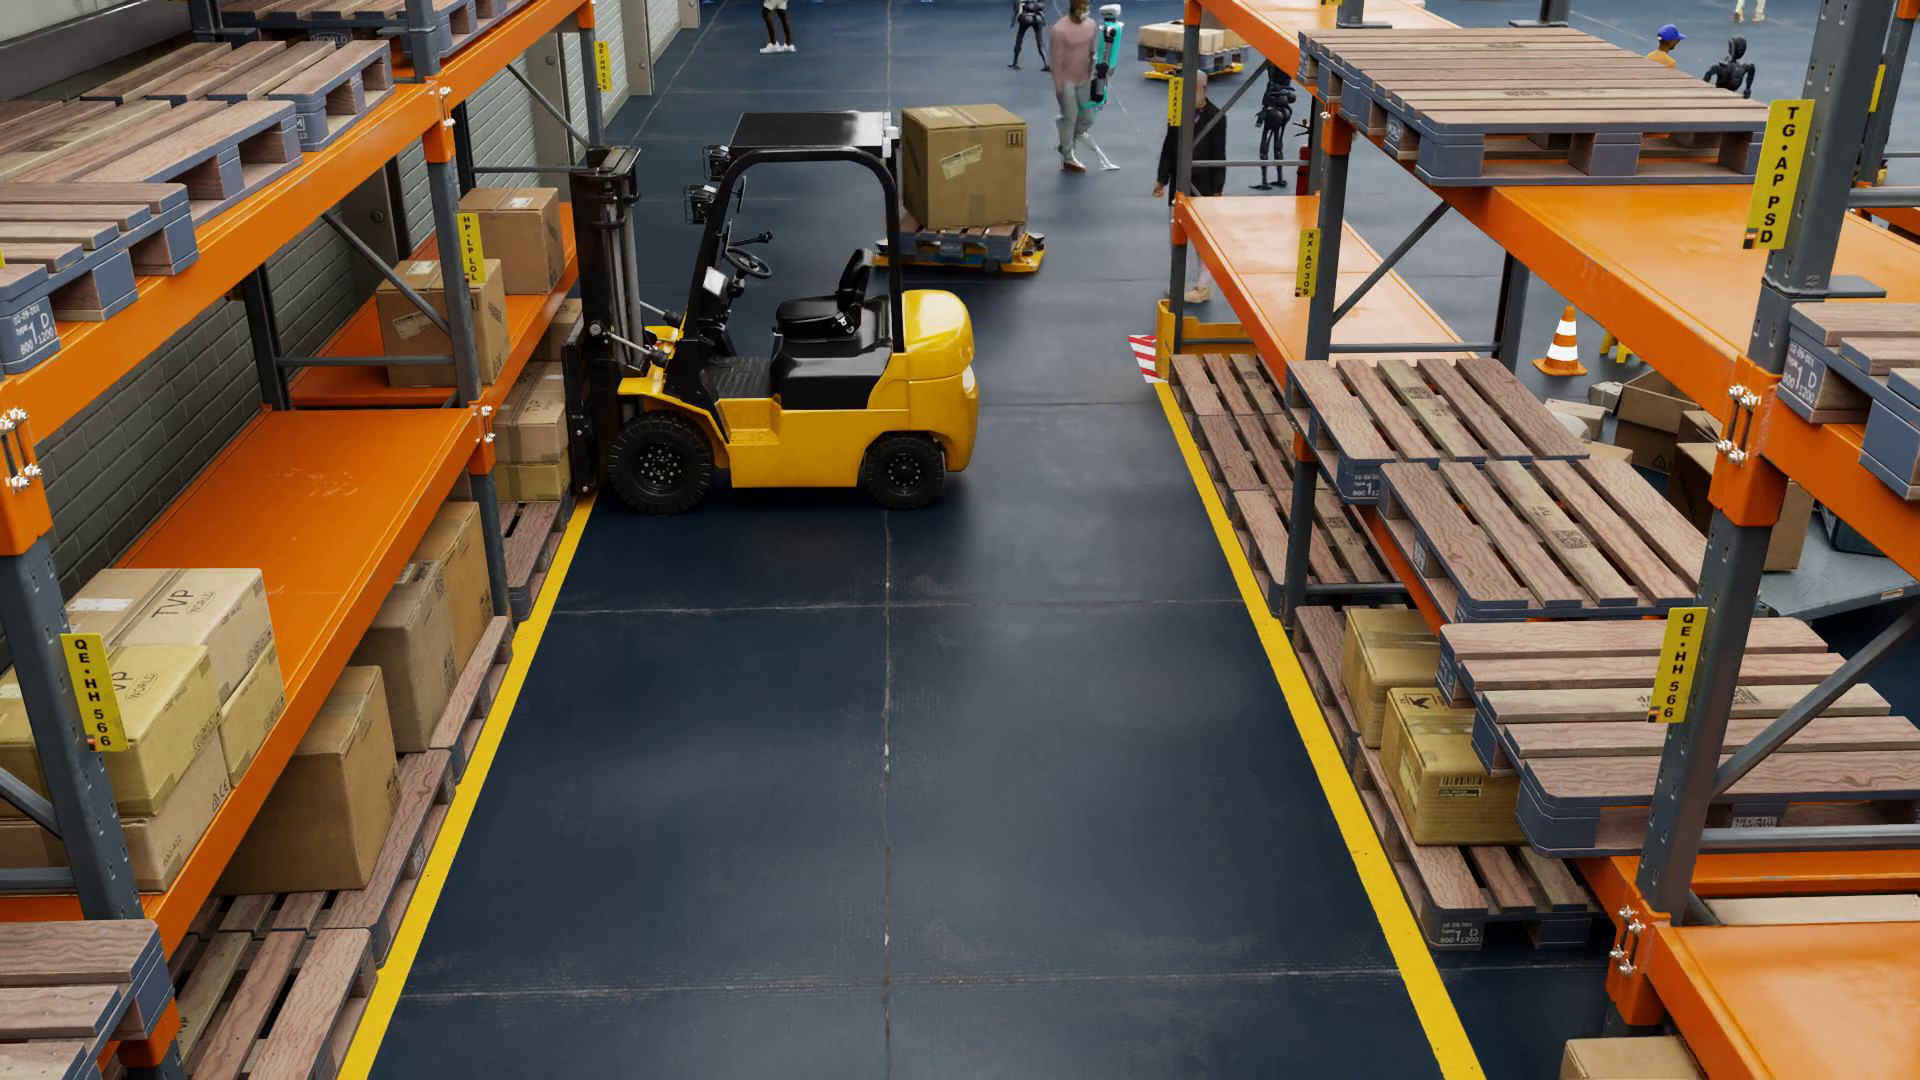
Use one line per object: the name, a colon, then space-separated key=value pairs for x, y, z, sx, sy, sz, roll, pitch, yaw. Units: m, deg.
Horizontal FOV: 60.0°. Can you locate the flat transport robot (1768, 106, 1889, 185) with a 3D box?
flat transport robot: x=9.123 y=-4.027 z=17.831 sx=1.431 sy=0.231 sz=0.659 roll=14 pitch=29 yaw=27

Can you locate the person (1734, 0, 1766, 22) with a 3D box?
person: x=13.368 y=-9.621 z=27.826 sx=0.536 sy=1.861 sz=0.903 roll=22 pitch=33 yaw=39

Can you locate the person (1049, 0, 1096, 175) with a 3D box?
person: x=1.197 y=-4.838 z=17.637 sx=0.644 sy=1.913 sz=0.445 roll=-18 pitch=31 yaw=-34

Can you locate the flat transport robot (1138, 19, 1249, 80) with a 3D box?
flat transport robot: x=3.279 y=-6.626 z=23.336 sx=0.659 sy=0.231 sz=1.431 roll=23 pitch=34 yaw=40

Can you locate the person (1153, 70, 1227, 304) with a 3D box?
person: x=1.883 y=-2.895 z=13.595 sx=0.542 sy=1.842 sz=0.488 roll=23 pitch=33 yaw=39

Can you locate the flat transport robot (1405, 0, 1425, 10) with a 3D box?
flat transport robot: x=6.146 y=-7.477 z=25.138 sx=1.431 sy=0.231 sz=0.659 roll=-16 pitch=30 yaw=-30

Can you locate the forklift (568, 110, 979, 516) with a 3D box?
forklift: x=-1.043 y=-1.379 z=9.976 sx=2.313 sy=2.155 sz=1.214 roll=-1 pitch=25 yaw=-2

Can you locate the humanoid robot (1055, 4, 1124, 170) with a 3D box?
humanoid robot: x=1.328 y=-4.787 z=17.741 sx=0.932 sy=1.766 sz=0.530 roll=4 pitch=26 yaw=9

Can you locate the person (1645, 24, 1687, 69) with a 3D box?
person: x=6.971 y=-4.282 z=16.674 sx=0.361 sy=1.717 sz=0.458 roll=-10 pitch=27 yaw=-20

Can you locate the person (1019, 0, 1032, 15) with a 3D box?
person: x=1.065 y=-9.542 z=27.797 sx=0.576 sy=1.729 sz=0.579 roll=9 pitch=27 yaw=19

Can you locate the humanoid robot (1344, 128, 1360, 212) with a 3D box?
humanoid robot: x=3.589 y=-3.975 z=16.008 sx=0.549 sy=1.783 sz=0.789 roll=10 pitch=27 yaw=20

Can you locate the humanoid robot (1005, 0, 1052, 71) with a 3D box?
humanoid robot: x=0.988 y=-7.465 z=23.516 sx=0.603 sy=1.624 sz=0.741 roll=-22 pitch=33 yaw=-38

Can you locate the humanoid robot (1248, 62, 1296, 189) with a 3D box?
humanoid robot: x=3.246 y=-4.465 z=17.094 sx=0.335 sy=1.654 sz=0.613 roll=16 pitch=30 yaw=30

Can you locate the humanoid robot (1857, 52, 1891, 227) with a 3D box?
humanoid robot: x=8.509 y=-3.775 z=15.715 sx=0.634 sy=1.643 sz=0.612 roll=-5 pitch=26 yaw=-10

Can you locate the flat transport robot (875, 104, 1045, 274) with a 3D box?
flat transport robot: x=0.011 y=-2.572 z=14.751 sx=1.431 sy=0.231 sz=0.659 roll=4 pitch=26 yaw=9

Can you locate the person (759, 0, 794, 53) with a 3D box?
person: x=-2.819 y=-8.276 z=24.942 sx=0.672 sy=1.879 sz=0.555 roll=-1 pitch=25 yaw=-3

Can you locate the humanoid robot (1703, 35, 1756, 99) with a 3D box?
humanoid robot: x=7.583 y=-4.219 z=16.620 sx=0.610 sy=1.637 sz=0.520 roll=-4 pitch=26 yaw=-8
